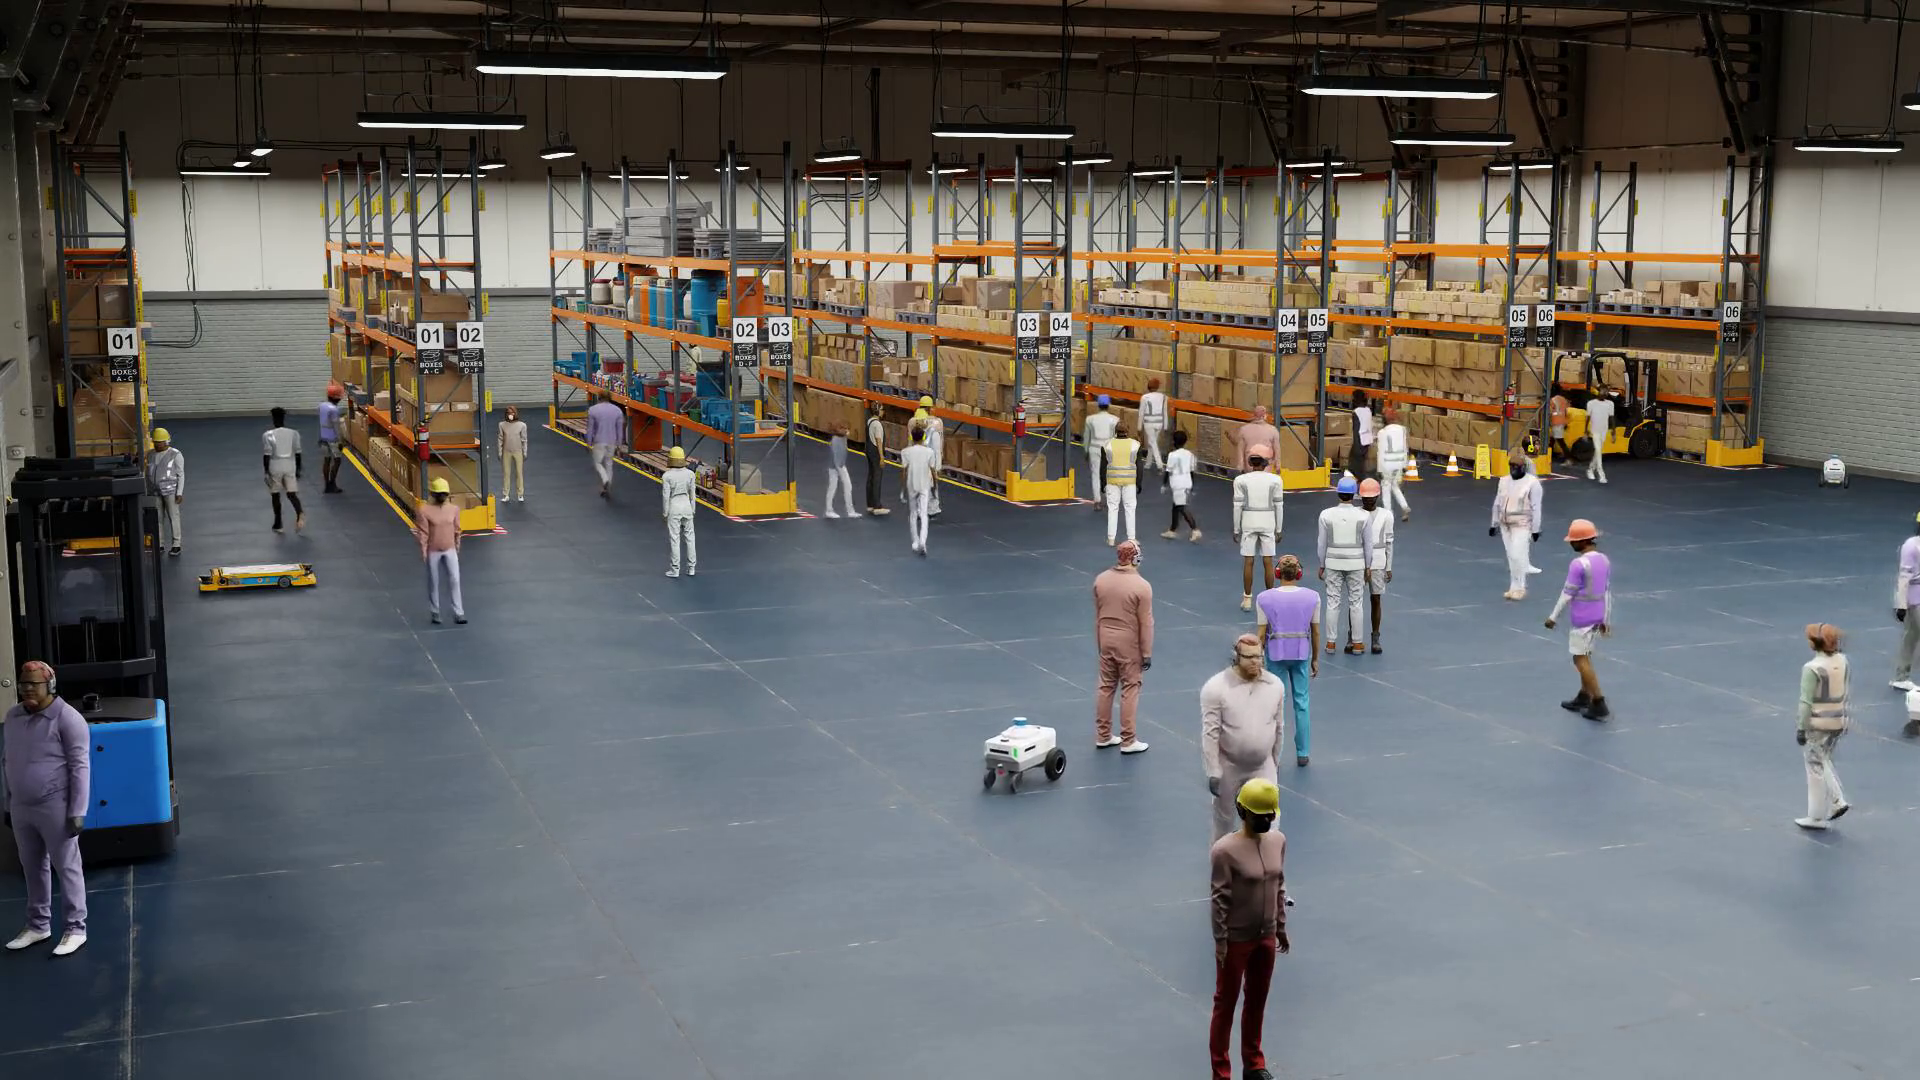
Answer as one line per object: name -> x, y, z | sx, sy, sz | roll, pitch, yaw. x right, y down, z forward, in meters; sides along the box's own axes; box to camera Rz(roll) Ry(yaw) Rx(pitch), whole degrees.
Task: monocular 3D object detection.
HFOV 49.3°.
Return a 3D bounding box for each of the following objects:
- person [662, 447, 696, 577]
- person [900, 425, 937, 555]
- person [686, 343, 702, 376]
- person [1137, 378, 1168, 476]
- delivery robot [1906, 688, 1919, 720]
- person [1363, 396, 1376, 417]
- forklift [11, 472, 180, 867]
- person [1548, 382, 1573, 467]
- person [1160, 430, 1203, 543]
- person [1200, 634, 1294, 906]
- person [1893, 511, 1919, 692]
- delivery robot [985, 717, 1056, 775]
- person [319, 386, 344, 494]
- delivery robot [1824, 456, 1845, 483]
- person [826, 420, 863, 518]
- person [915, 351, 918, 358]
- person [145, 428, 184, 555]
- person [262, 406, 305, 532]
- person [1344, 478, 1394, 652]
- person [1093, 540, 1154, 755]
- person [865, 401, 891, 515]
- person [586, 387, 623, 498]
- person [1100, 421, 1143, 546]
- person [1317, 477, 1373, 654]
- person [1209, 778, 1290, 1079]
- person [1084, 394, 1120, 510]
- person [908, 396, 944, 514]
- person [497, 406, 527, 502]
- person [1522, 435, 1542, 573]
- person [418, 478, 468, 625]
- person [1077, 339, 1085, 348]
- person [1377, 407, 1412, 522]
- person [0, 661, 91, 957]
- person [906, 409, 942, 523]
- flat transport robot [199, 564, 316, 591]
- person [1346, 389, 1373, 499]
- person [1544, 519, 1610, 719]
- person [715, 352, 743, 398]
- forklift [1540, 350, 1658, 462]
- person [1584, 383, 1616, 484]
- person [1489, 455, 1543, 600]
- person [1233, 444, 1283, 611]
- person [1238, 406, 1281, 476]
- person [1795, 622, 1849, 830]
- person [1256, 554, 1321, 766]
person -> -3.770, -0.382, 28.042 | 0.484, 1.745, 0.298 | -5, 10, -31
person -> -0.594, -0.729, 30.063 | 0.528, 1.842, 0.876 | 0, 9, -1
person -> -6.932, -4.411, 54.601 | 0.403, 1.835, 0.588 | 1, 9, 5
person -> 3.659, -2.138, 39.428 | 0.586, 1.848, 0.956 | -4, 10, -28
delivery robot -> 9.048, 1.520, 19.137 | 0.707, 0.478, 0.477 | 7, 11, 39
person -> 9.640, -3.646, 49.155 | 0.543, 1.939, 0.356 | 1, 9, 4
forklift -> -6.630, 0.886, 15.957 | 1.129, 2.768, 1.873 | -3, 9, -21
person -> 11.604, -2.245, 40.781 | 0.880, 1.640, 0.541 | 8, 12, 43
person -> 3.322, -0.795, 31.083 | 0.834, 1.658, 0.531 | 7, 11, 39
person -> 1.996, 1.597, 14.428 | 0.650, 1.869, 0.931 | -2, 9, -12
person -> 9.693, 0.613, 20.857 | 0.613, 1.901, 0.778 | -7, 11, -40
delivery robot -> 0.509, 1.740, 17.665 | 0.477, 0.478, 0.707 | 5, 10, 32
person -> -11.061, -1.766, 36.813 | 0.331, 1.894, 0.665 | -8, 12, -44
delivery robot -> 15.791, -1.282, 37.814 | 0.477, 0.478, 0.707 | 3, 9, 21
person -> -1.867, -1.131, 33.486 | 0.733, 1.591, 0.520 | 4, 9, 26
person -> -1.047, -3.203, 46.010 | 0.623, 1.992, 0.392 | 3, 9, 18
person -> -11.357, -0.695, 29.859 | 0.586, 1.825, 0.403 | 2, 9, 12
person -> -10.329, -1.070, 31.995 | 0.607, 1.941, 0.769 | -7, 11, -41
person -> 4.478, 0.276, 23.016 | 0.552, 1.933, 0.374 | 2, 9, 11
person -> 1.484, 0.944, 18.715 | 0.635, 1.899, 0.400 | 8, 12, 42
person -> -1.361, -1.345, 34.126 | 0.345, 1.846, 0.508 | -4, 9, -25
person -> -6.085, -1.664, 35.976 | 0.642, 1.925, 0.669 | -5, 10, -30
person -> 2.368, -0.835, 30.743 | 0.636, 1.840, 0.429 | 1, 9, 4
person -> 4.224, 0.276, 22.972 | 0.603, 1.949, 0.389 | 2, 9, 14
person -> 1.567, 2.130, 11.245 | 0.524, 1.760, 0.326 | -6, 10, -35
person -> 2.369, -1.472, 34.815 | 0.629, 1.894, 0.988 | 2, 9, 10
person -> -0.555, -1.387, 34.127 | 0.585, 1.928, 0.379 | 1, 9, 6
person -> -7.618, -1.469, 35.653 | 0.499, 1.634, 0.279 | -1, 9, -4
person -> 7.697, -0.497, 28.387 | 0.317, 1.870, 0.531 | -1, 9, -8
person -> -6.062, 0.152, 24.540 | 0.533, 1.731, 0.864 | -5, 10, -28
person -> 3.197, -4.326, 54.320 | 0.383, 1.750, 0.528 | -5, 10, -29
person -> 6.779, -1.144, 32.700 | 0.610, 1.866, 0.512 | -5, 10, -31
person -> -5.919, 1.716, 13.495 | 0.651, 1.913, 0.410 | 3, 9, 19
person -> -0.647, -1.164, 33.069 | 0.829, 1.795, 0.590 | -8, 11, -42
flat transport robot -> -9.181, 0.476, 27.349 | 1.431, 0.197, 0.652 | -3, 9, -21
person -> 6.872, -1.640, 35.904 | 0.455, 1.907, 0.603 | 6, 10, 35
person -> 5.965, 0.748, 19.961 | 0.558, 1.904, 0.648 | -8, 12, -44
person -> -5.274, -3.422, 47.467 | 0.705, 2.000, 0.538 | -2, 9, -10
forklift -> 12.897, -2.725, 42.309 | 2.313, 2.155, 1.214 | -3, 9, -21
person -> 11.748, -1.980, 38.461 | 0.521, 1.824, 0.974 | -1, 9, -5
person -> 6.935, -0.158, 26.269 | 0.550, 1.822, 0.642 | -5, 10, -33
person -> 3.633, -0.153, 25.546 | 0.605, 2.035, 0.392 | 1, 9, 7
person -> 4.711, -1.154, 32.750 | 0.642, 1.874, 0.864 | 4, 9, 24
person -> 6.666, 1.440, 16.263 | 0.533, 1.622, 0.368 | -6, 10, -35
person -> 2.843, 1.045, 18.185 | 0.564, 1.846, 0.390 | 0, 9, -3
